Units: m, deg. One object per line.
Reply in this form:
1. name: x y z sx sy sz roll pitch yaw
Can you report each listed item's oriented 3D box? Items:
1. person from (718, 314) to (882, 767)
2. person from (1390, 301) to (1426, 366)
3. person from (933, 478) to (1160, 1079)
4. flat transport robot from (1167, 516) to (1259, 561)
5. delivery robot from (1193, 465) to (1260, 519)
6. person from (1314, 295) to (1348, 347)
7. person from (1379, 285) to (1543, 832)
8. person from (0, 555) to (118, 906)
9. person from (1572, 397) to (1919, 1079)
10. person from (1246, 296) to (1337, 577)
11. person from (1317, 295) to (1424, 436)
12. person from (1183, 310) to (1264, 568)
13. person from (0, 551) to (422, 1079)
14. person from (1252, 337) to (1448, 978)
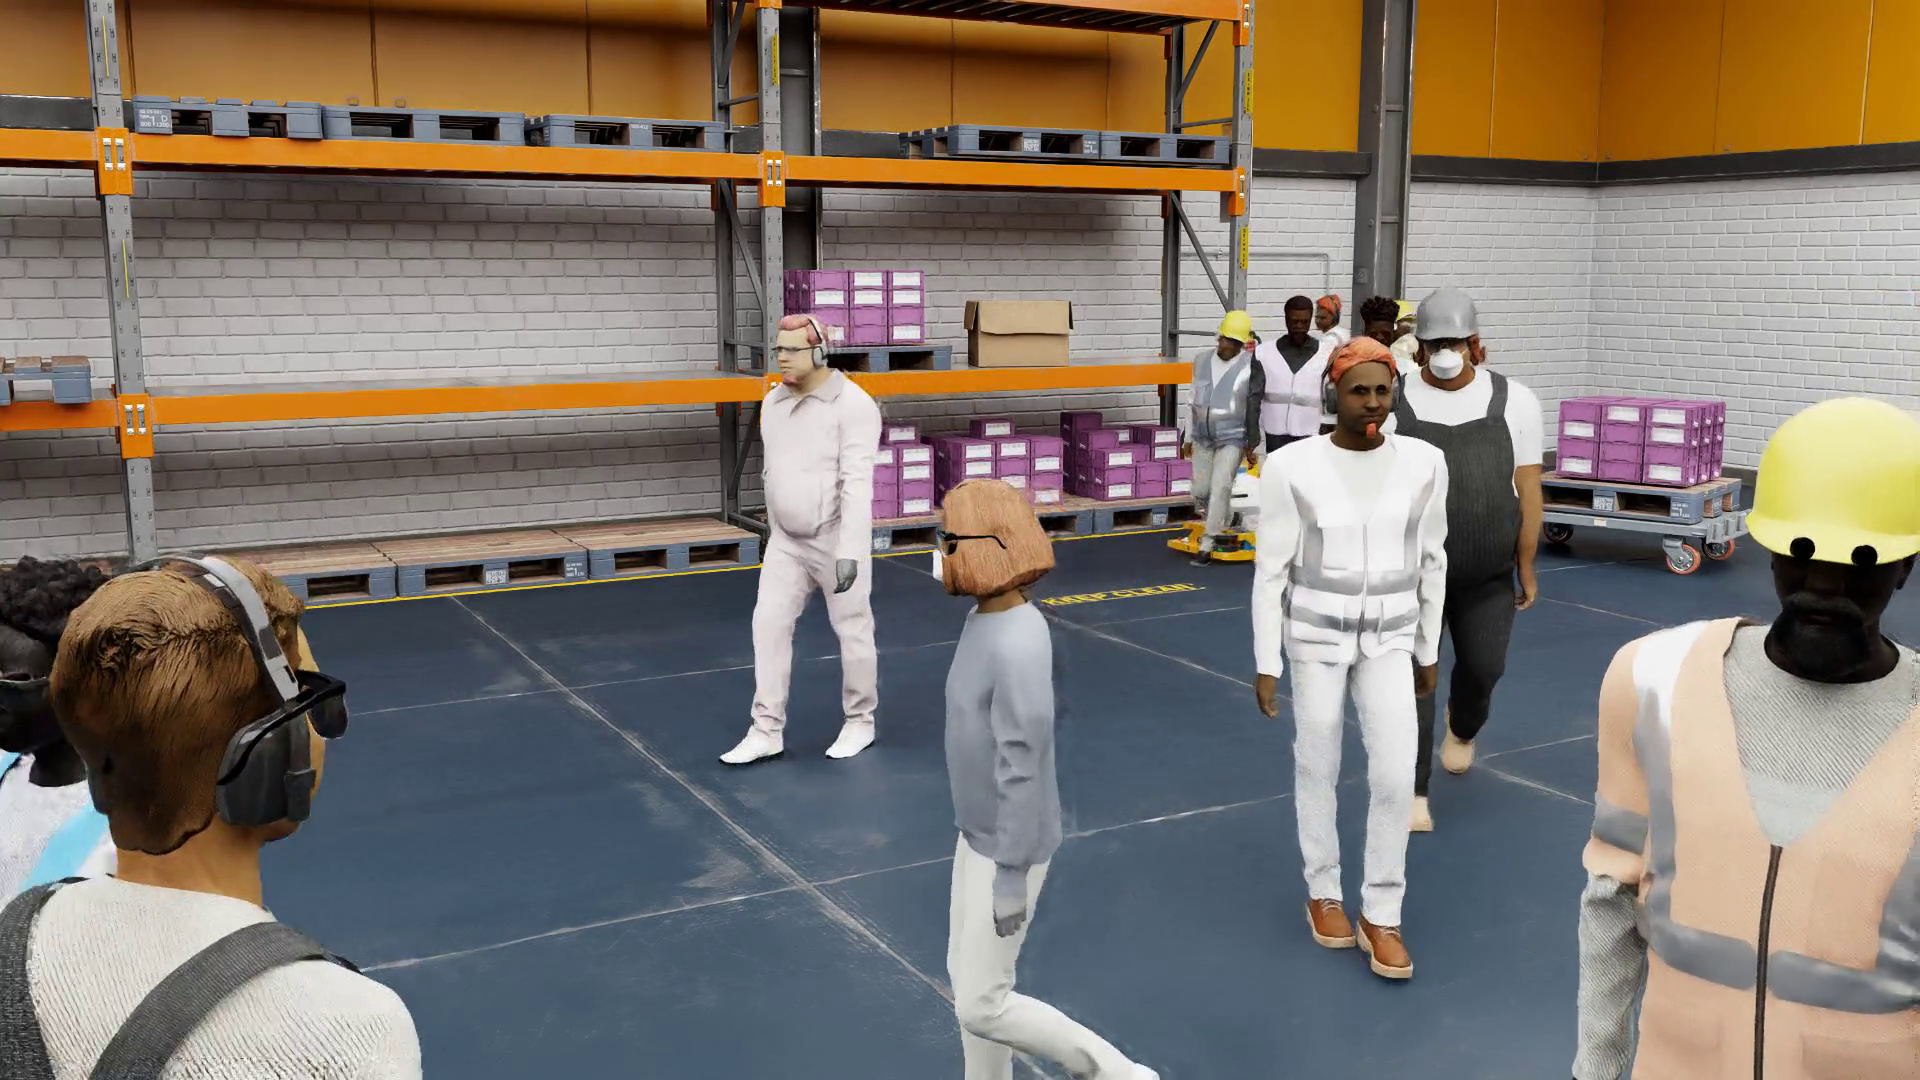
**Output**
1. person: -0.647 0.021 6.837 0.667 1.875 0.826 6 11 34
2. person: 3.531 -1.007 13.323 0.445 1.803 0.633 6 11 33
3. person: 0.142 0.670 3.660 0.485 1.621 0.510 -2 9 -10
4. flat transport robot: 2.281 -0.042 12.112 1.431 0.197 0.652 -5 11 -29
5. delivery robot: 2.144 -0.334 12.744 0.707 0.478 0.477 -4 10 -22
6. person: 3.062 -1.119 13.925 0.405 1.843 0.659 4 10 22
7. person: 1.845 0.022 6.340 0.681 2.000 0.864 2 9 9
8. person: -1.239 0.832 2.521 0.538 1.676 0.726 5 10 27
9. person: 1.109 0.760 2.243 0.607 1.908 0.420 8 12 39
10. person: 2.168 -0.646 10.902 0.587 1.877 0.894 2 10 15
11. person: 2.328 -0.432 9.482 0.619 1.931 0.970 1 9 7
12. person: 1.847 -0.710 11.563 0.626 1.782 0.595 8 12 39
13. person: -0.656 0.912 1.559 0.520 1.831 0.394 3 10 19
14. person: 1.158 0.347 4.878 0.603 1.860 0.693 0 9 1
